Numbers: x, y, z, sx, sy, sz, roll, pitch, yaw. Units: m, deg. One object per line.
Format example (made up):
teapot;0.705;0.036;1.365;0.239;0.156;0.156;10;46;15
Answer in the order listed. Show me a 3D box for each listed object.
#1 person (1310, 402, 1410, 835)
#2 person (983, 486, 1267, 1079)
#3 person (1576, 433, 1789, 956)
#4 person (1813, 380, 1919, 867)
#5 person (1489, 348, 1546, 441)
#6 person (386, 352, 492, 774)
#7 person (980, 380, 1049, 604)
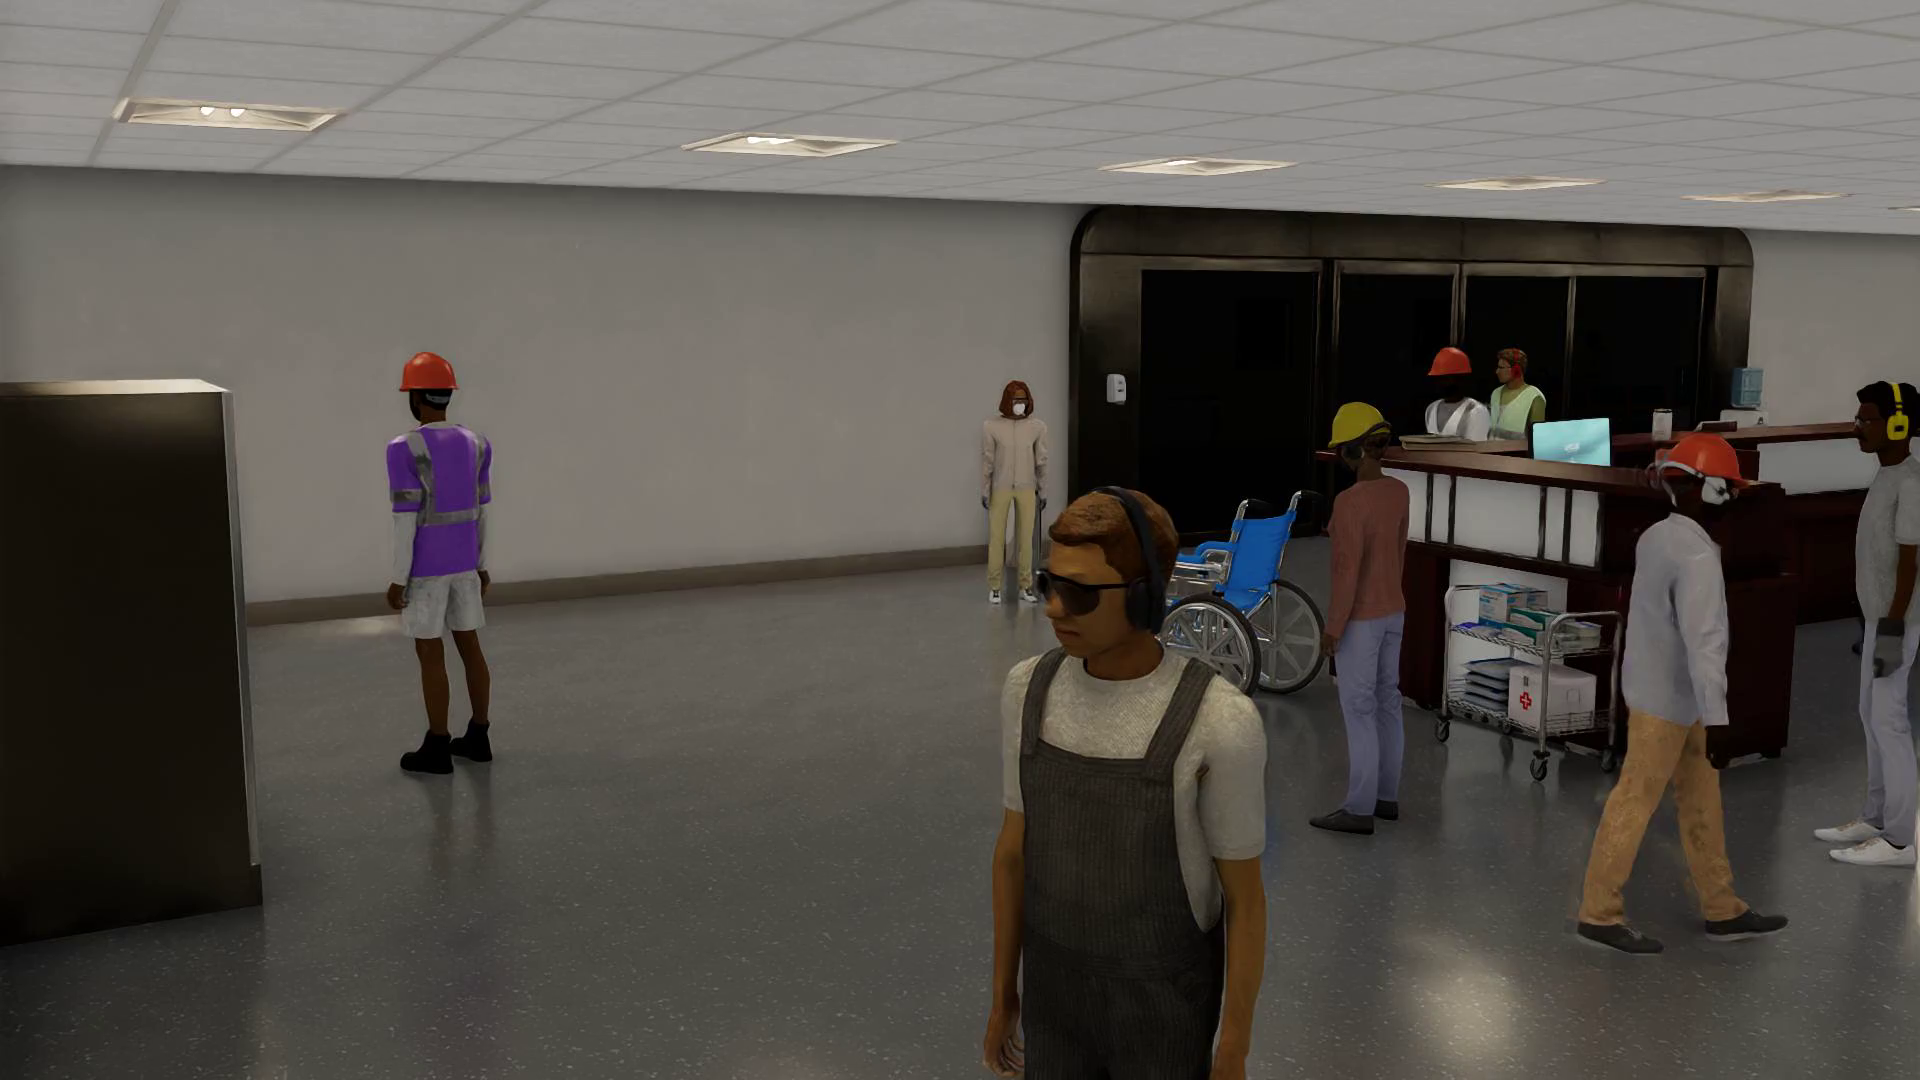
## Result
person;1.636;0.318;6.804;0.328;1.760;0.524;7;10;41
person;0.267;0.820;2.845;0.513;1.842;0.325;6;10;36
person;2.442;0.515;5.480;0.783;1.712;0.632;2;8;14
person;3.553;0.321;6.405;0.333;1.864;0.505;3;8;18
person;4.249;-0.543;12.729;0.394;1.841;0.564;-3;8;-19
person;-2.419;0.105;7.687;0.364;1.935;0.553;5;9;33
person;0.395;-0.344;12.077;0.504;1.627;0.285;-1;8;-9
